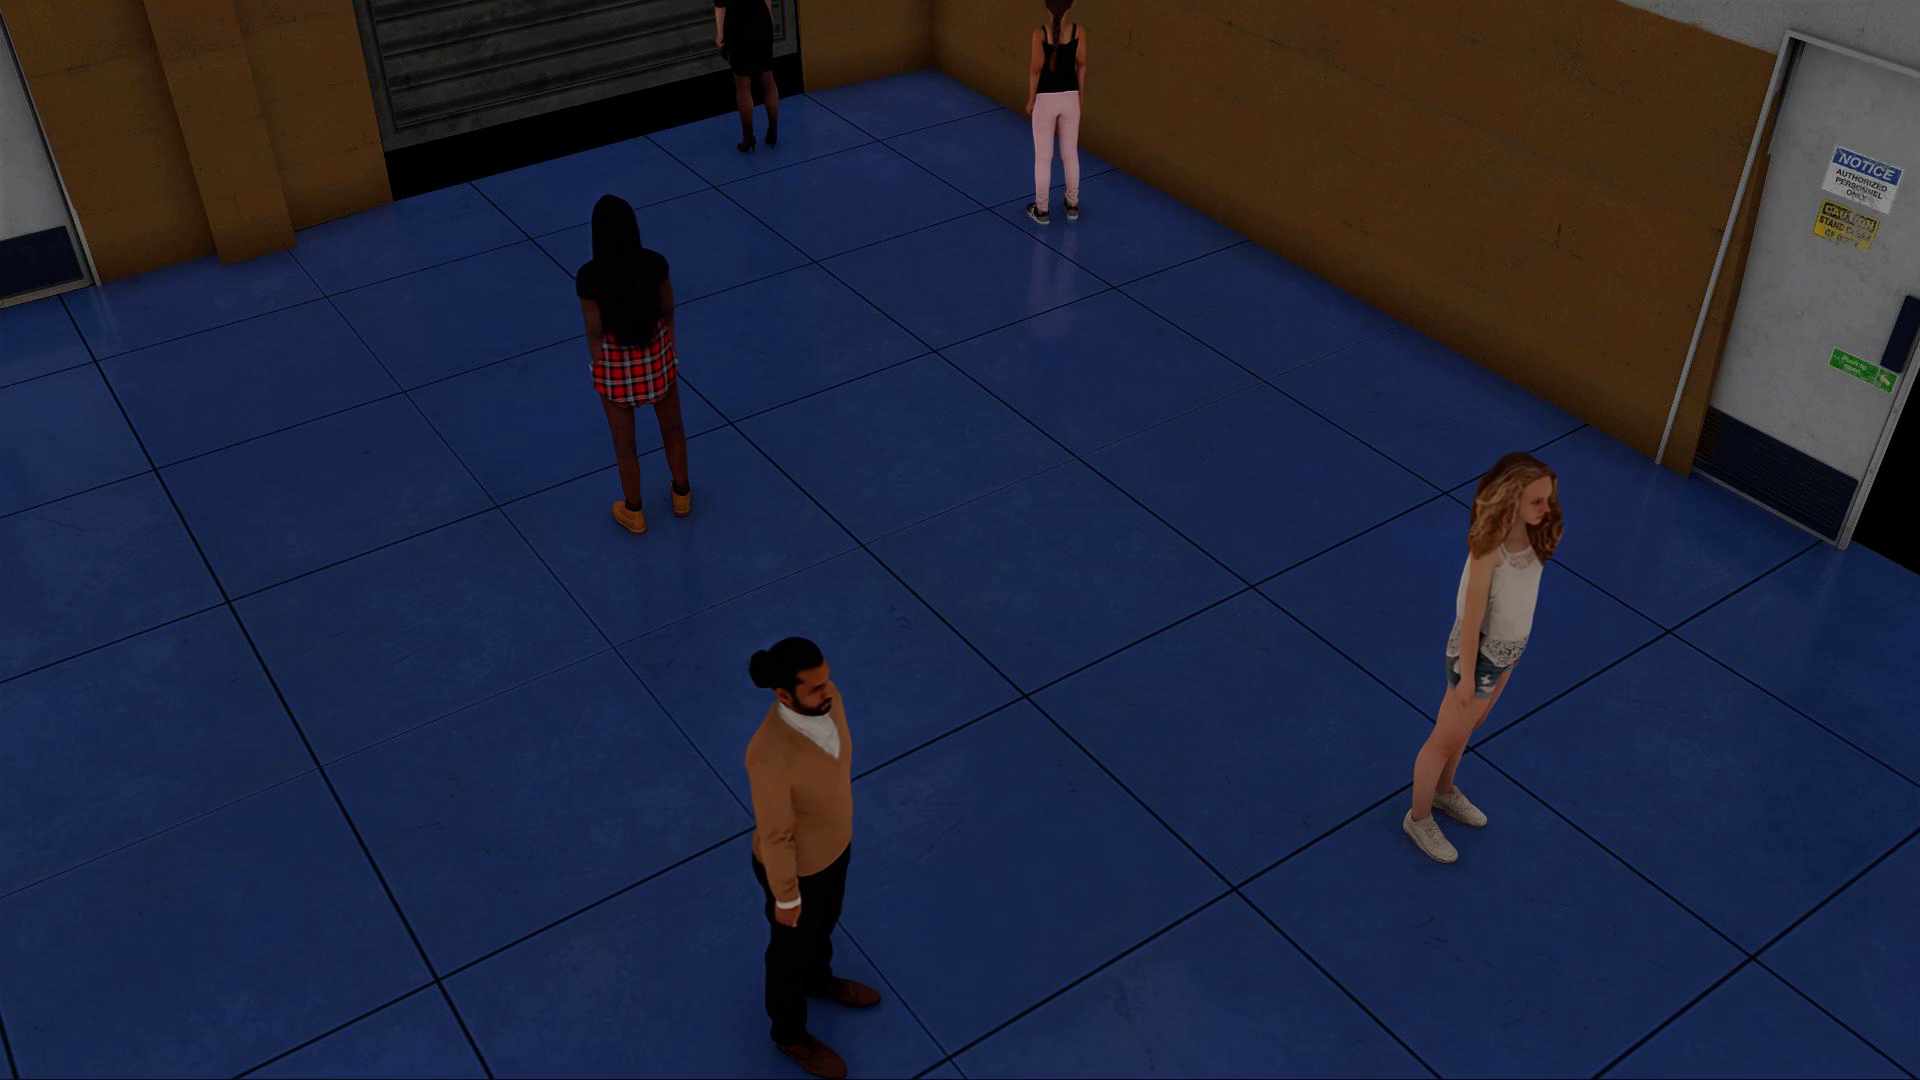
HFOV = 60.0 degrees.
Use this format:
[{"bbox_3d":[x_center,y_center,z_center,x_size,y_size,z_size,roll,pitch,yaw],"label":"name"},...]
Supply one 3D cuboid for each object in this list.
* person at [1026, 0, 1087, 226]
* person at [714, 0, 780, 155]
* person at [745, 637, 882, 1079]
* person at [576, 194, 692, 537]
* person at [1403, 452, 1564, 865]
[{"bbox_3d":[0.610,-2.769,10.533,0.543,1.564,0.661,-9,38,-12],"label":"person"},{"bbox_3d":[-1.449,-3.470,11.335,0.460,1.706,0.660,-19,41,-24],"label":"person"},{"bbox_3d":[-0.494,0.998,5.357,0.811,1.753,0.715,11,38,15],"label":"person"},{"bbox_3d":[-1.520,-0.813,7.790,0.539,1.729,0.671,-20,41,-25],"label":"person"},{"bbox_3d":[1.901,0.425,6.116,0.672,1.759,0.528,29,45,33],"label":"person"}]
